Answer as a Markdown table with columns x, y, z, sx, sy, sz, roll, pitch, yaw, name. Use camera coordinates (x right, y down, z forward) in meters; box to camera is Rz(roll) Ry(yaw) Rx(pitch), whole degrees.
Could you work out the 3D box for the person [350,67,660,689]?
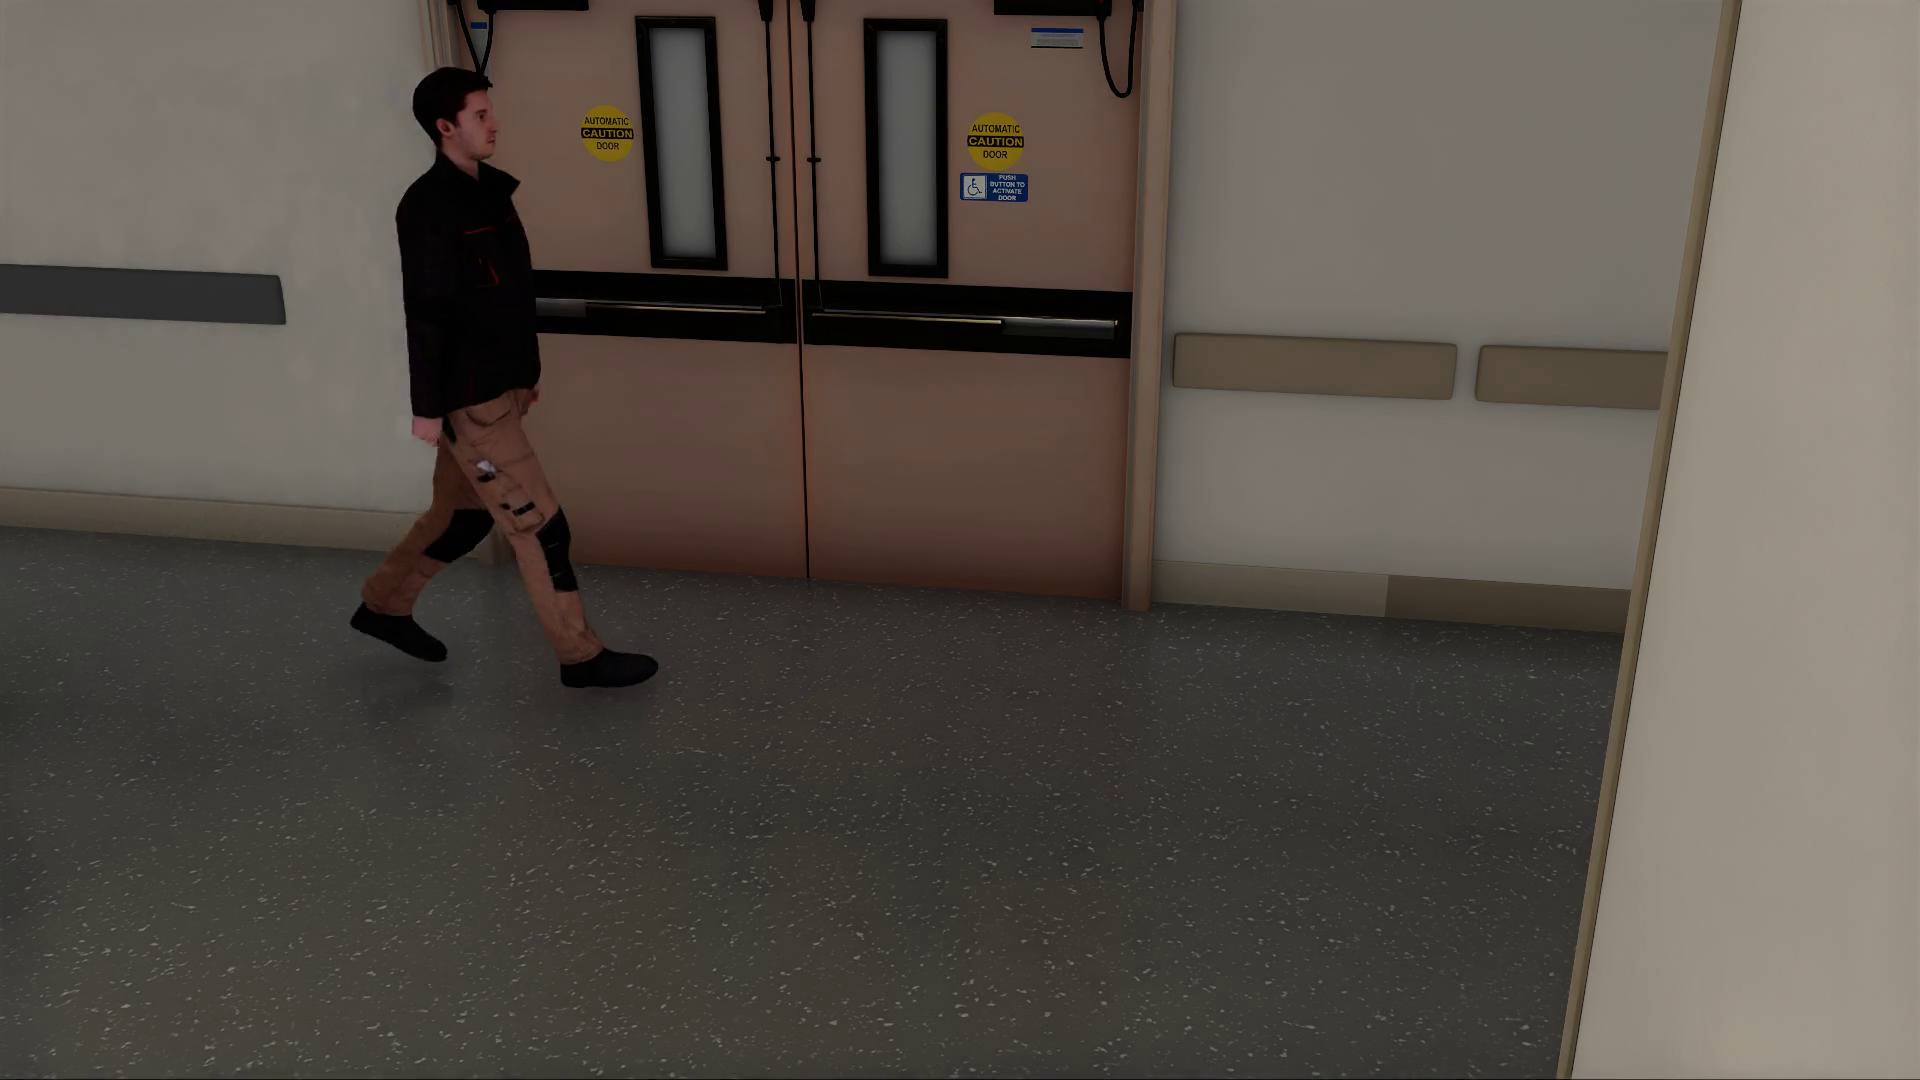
| x | y | z | sx | sy | sz | roll | pitch | yaw | name |
| --- | --- | --- | --- | --- | --- | --- | --- | --- | --- |
| -1.541 | -0.425 | 5.046 | 1.274 | 1.883 | 0.777 | 2 | 21 | 4 | person |
